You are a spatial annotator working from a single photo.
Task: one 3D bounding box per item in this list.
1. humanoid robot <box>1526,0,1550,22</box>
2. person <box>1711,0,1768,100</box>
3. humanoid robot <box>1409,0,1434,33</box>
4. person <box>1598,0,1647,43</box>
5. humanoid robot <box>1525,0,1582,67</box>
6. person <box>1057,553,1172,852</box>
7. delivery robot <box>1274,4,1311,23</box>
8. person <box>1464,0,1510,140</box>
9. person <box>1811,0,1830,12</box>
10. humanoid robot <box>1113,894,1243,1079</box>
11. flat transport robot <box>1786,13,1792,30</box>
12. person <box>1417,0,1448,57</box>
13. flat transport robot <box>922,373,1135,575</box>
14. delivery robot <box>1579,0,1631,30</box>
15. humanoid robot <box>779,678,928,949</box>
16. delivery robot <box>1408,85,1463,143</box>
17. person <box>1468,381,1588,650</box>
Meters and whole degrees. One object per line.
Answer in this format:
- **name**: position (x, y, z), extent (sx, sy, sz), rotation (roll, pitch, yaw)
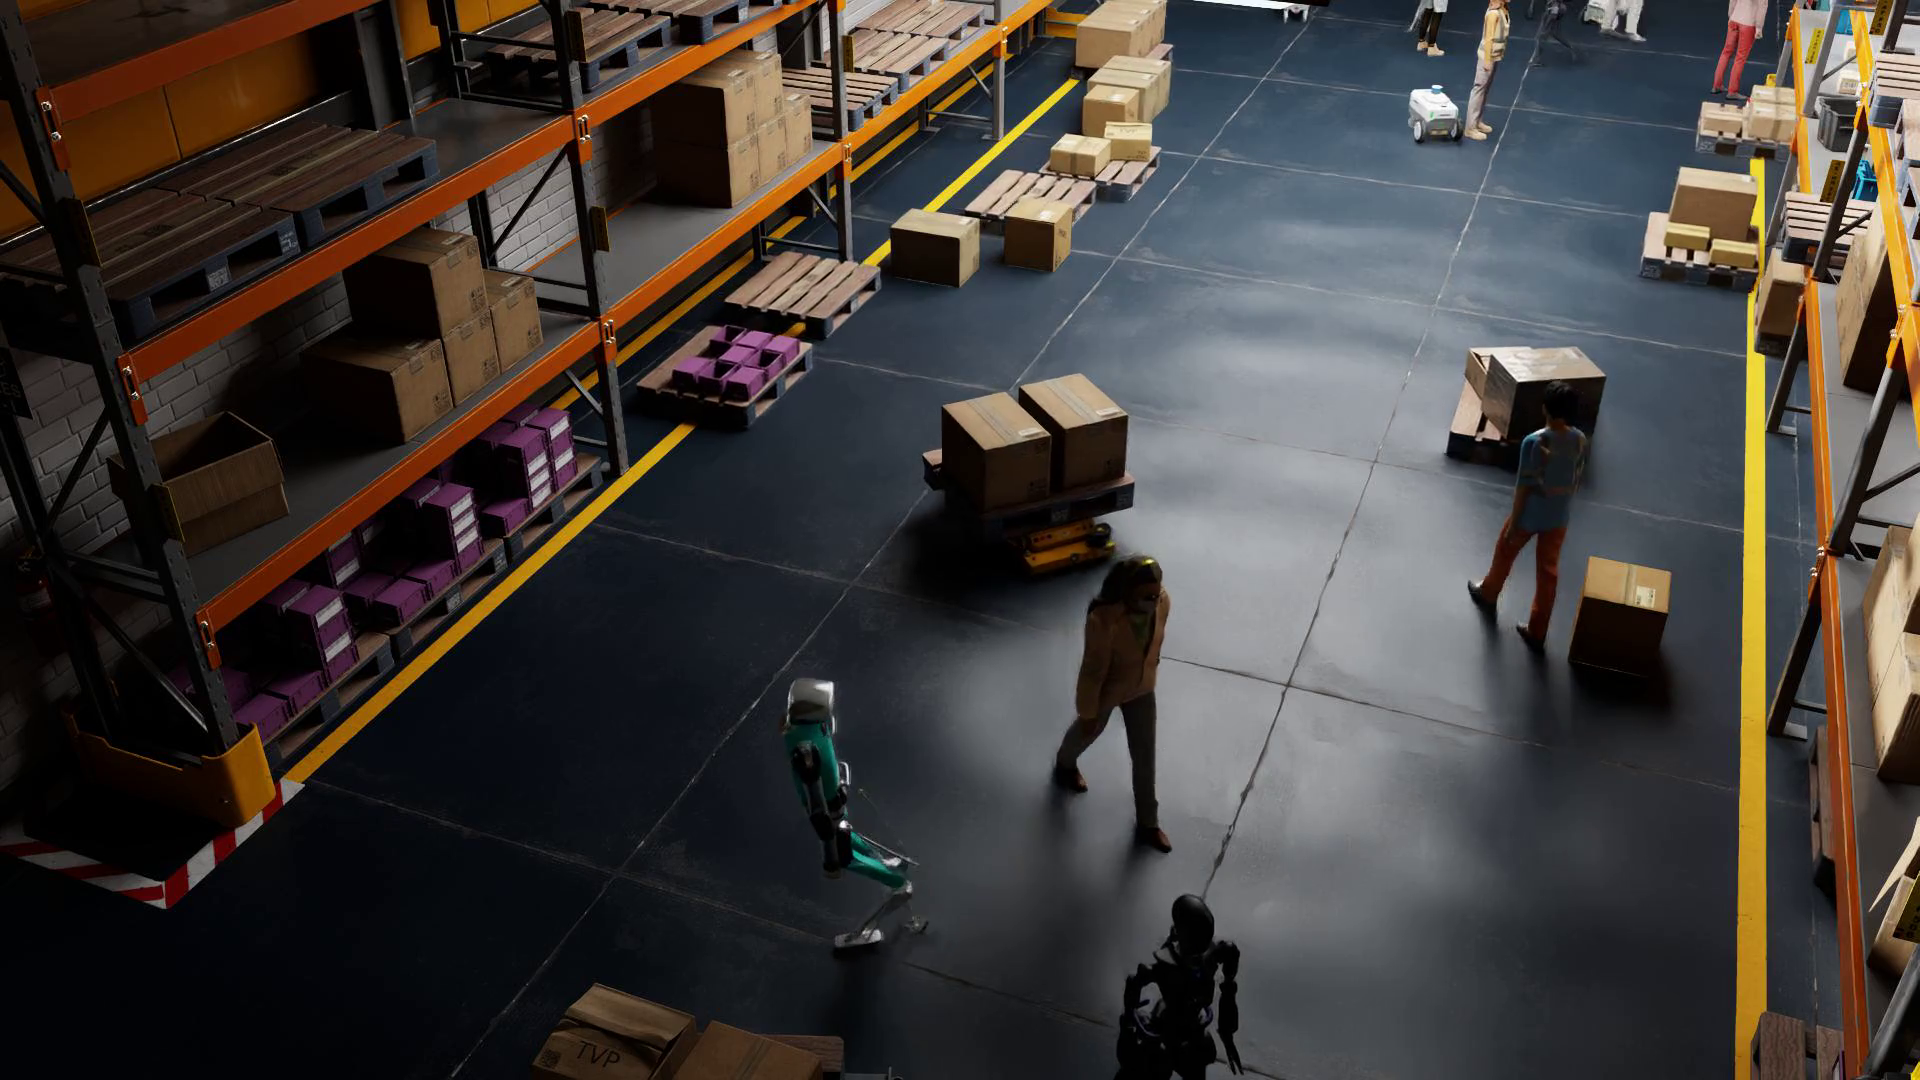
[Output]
- **humanoid robot**: position (7.989, -7.840, 22.418), extent (0.594, 1.648, 0.332), rotation (12, 35, 18)
- **person**: position (9.298, -6.113, 19.673), extent (0.310, 1.767, 0.532), rotation (-11, 35, -17)
- **humanoid robot**: position (6.313, -7.590, 21.998), extent (0.677, 1.809, 0.542), rotation (-24, 40, -33)
- **person**: position (8.835, -7.436, 21.617), extent (0.750, 1.870, 0.571), rotation (13, 35, 19)
- **humanoid robot**: position (7.526, -6.716, 20.714), extent (0.676, 1.637, 0.611), rotation (7, 34, 10)
- **person**: position (0.832, 0.767, 8.996), extent (0.583, 1.812, 0.940), rotation (-17, 36, -24)
- **delivery robot**: position (4.605, -7.467, 22.894), extent (0.499, 0.606, 0.807), rotation (2, 33, 3)
- **person**: position (5.930, -5.378, 18.523), extent (0.322, 1.775, 0.473), rotation (17, 37, 24)
- **person**: position (10.798, -6.749, 20.566), extent (0.533, 1.864, 0.374), rotation (-16, 36, -23)
- **humanoid robot**: position (0.869, 2.089, 7.061), extent (0.599, 1.635, 0.519), rotation (-13, 35, -19)
- **flat transport robot**: position (11.490, -6.327, 21.384), extent (0.659, 0.231, 1.431), rotation (-7, 34, -11)
- **person**: position (6.093, -7.031, 21.163), extent (0.319, 1.693, 0.531), rotation (-10, 34, -15)
- **flat transport robot**: position (0.483, -0.247, 11.974), extent (0.659, 0.231, 1.431), rotation (-14, 36, -21)
- **delivery robot**: position (8.812, -7.212, 22.498), extent (0.794, 0.603, 0.499), rotation (-20, 38, -27)
- **humanoid robot**: position (-0.433, 1.434, 8.116), extent (0.804, 1.881, 0.537), rotation (-4, 33, -6)
- **delivery robot**: position (5.359, -4.831, 18.794), extent (0.518, 0.582, 0.744), rotation (-4, 33, -6)
- **person**: position (3.642, -0.205, 10.563), extent (0.512, 1.723, 0.851), rotation (-7, 34, -11)
